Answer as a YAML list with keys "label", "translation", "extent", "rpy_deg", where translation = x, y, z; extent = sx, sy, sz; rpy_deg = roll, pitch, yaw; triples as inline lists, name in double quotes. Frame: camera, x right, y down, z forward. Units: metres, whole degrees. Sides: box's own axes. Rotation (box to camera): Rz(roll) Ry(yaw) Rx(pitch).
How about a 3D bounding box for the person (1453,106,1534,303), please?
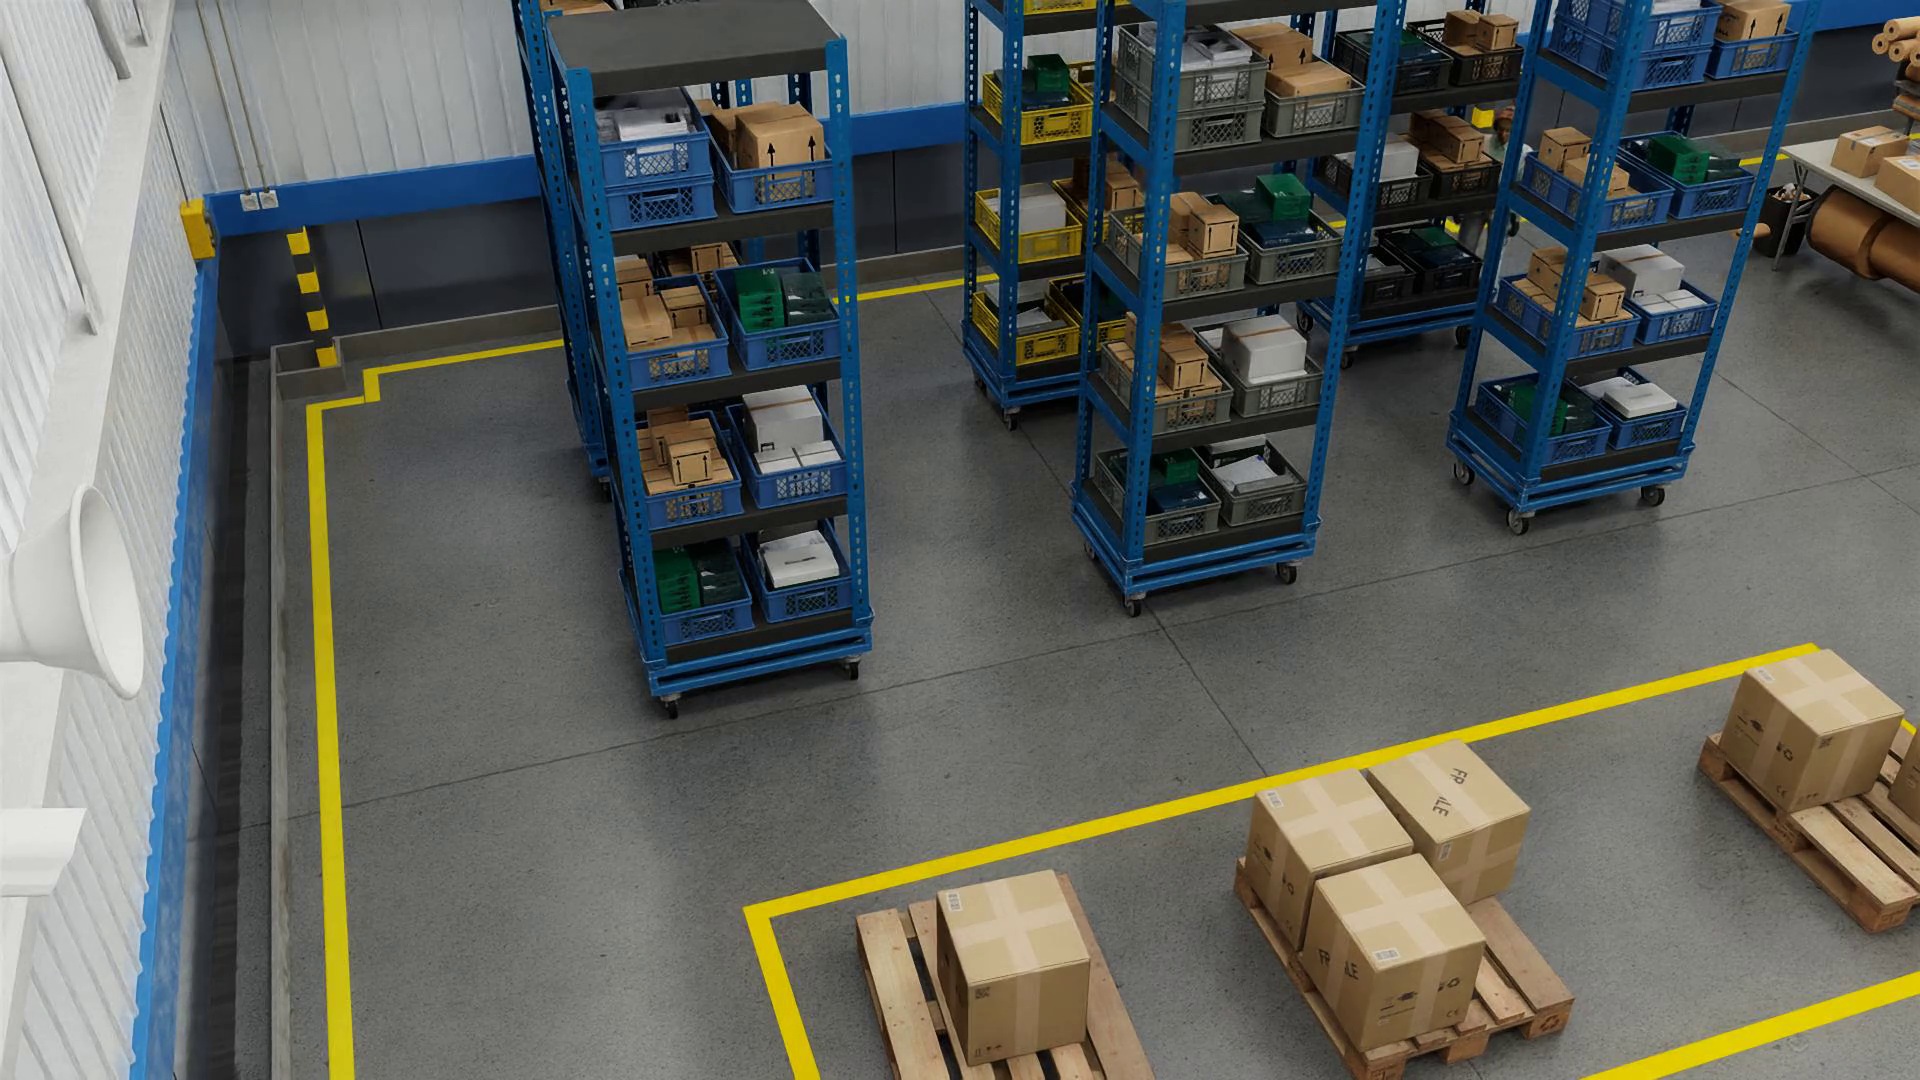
- label: "person"
  translation: [3.912, -2.412, 12.278]
  extent: [0.516, 1.631, 0.332]
  rpy_deg: [21, 40, 27]

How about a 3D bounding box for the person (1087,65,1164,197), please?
- label: "person"
  translation: [1.177, -2.631, 12.314]
  extent: [0.614, 1.946, 0.638]
  rpy_deg: [-28, 44, -33]
